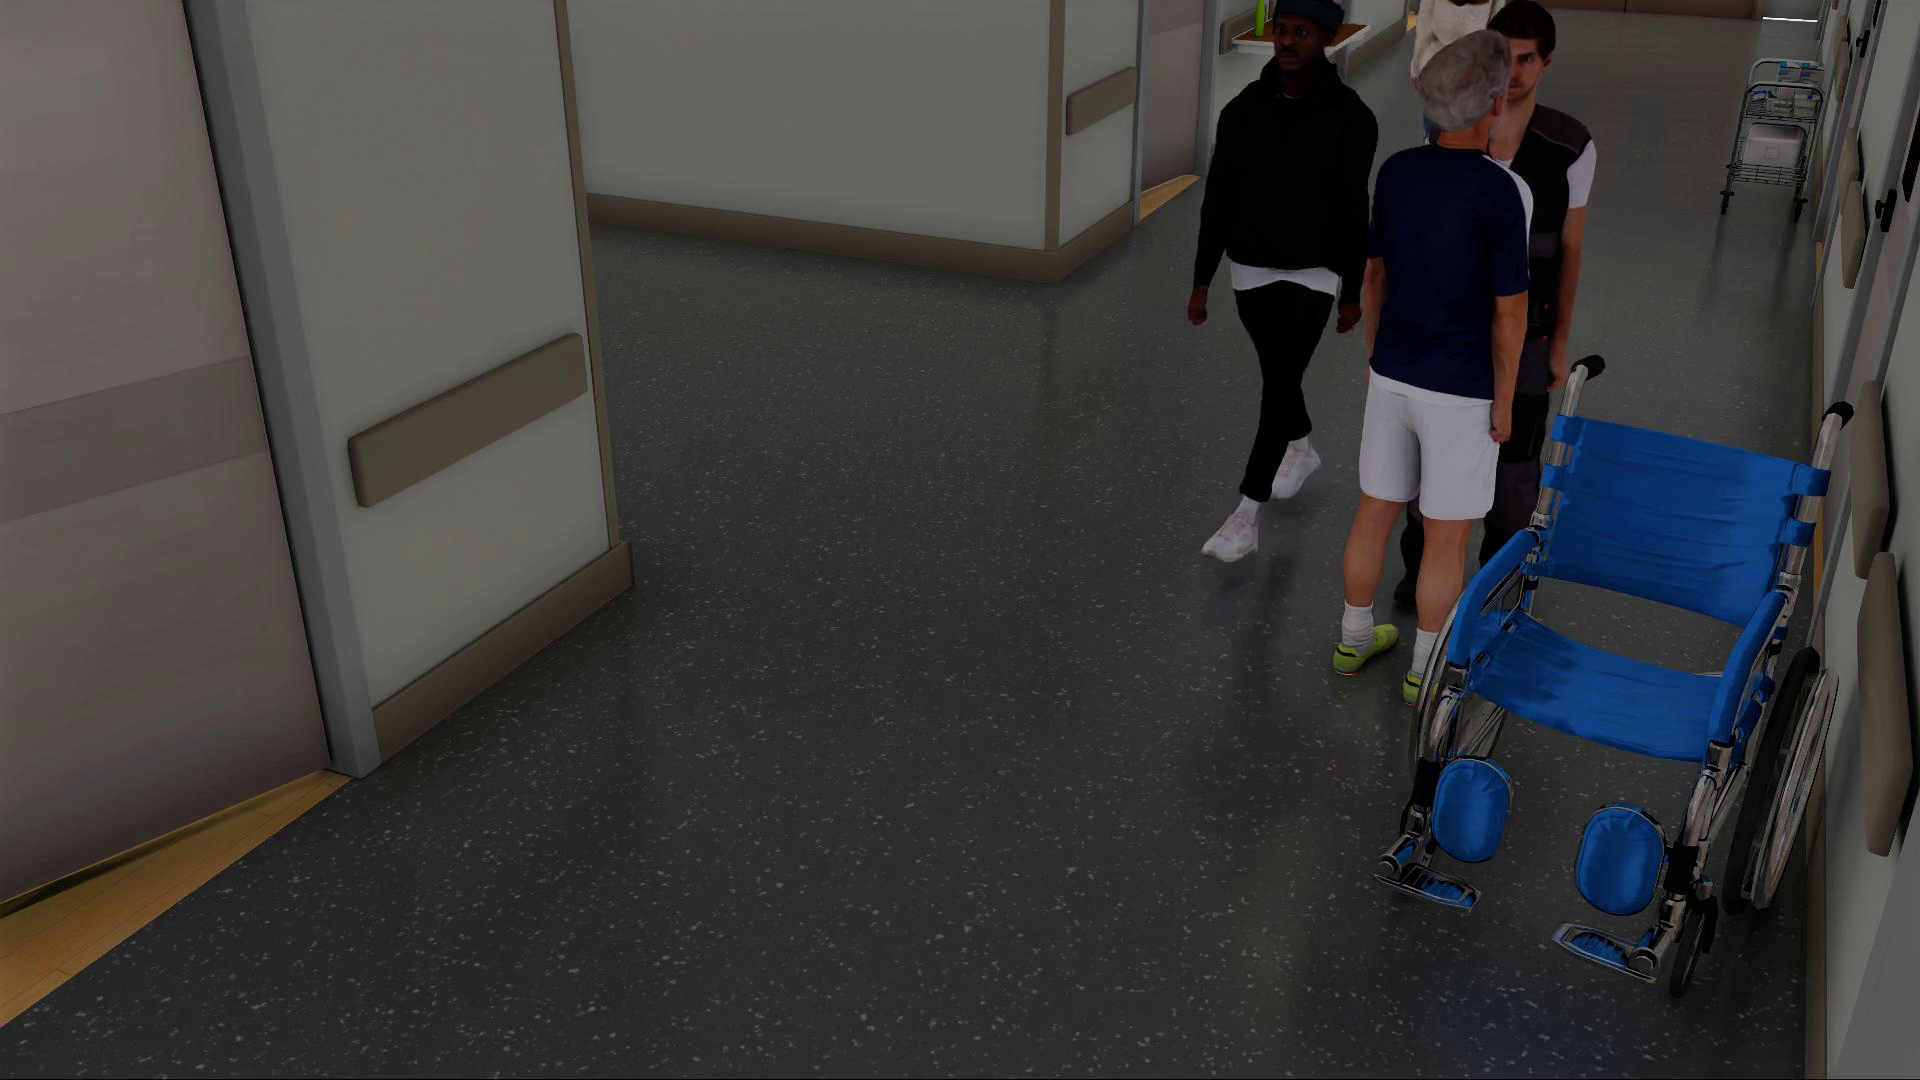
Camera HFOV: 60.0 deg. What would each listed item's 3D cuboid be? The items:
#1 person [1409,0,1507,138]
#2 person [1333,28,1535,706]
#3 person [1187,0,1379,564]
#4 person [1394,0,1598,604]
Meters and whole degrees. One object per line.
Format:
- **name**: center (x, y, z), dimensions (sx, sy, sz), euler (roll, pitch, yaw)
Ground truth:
- **person**: center (2.626, -2.434, 8.812), dimensions (0.736, 1.681, 0.837), euler (4, 26, 9)
- **person**: center (1.276, -0.432, 4.476), dimensions (0.708, 1.841, 0.716), euler (-20, 32, -35)
- **person**: center (1.101, -0.873, 5.468), dimensions (0.820, 1.774, 1.258), euler (17, 30, 31)
- **person**: center (1.559, -0.635, 4.899), dimensions (0.661, 1.839, 0.596), euler (9, 27, 19)
